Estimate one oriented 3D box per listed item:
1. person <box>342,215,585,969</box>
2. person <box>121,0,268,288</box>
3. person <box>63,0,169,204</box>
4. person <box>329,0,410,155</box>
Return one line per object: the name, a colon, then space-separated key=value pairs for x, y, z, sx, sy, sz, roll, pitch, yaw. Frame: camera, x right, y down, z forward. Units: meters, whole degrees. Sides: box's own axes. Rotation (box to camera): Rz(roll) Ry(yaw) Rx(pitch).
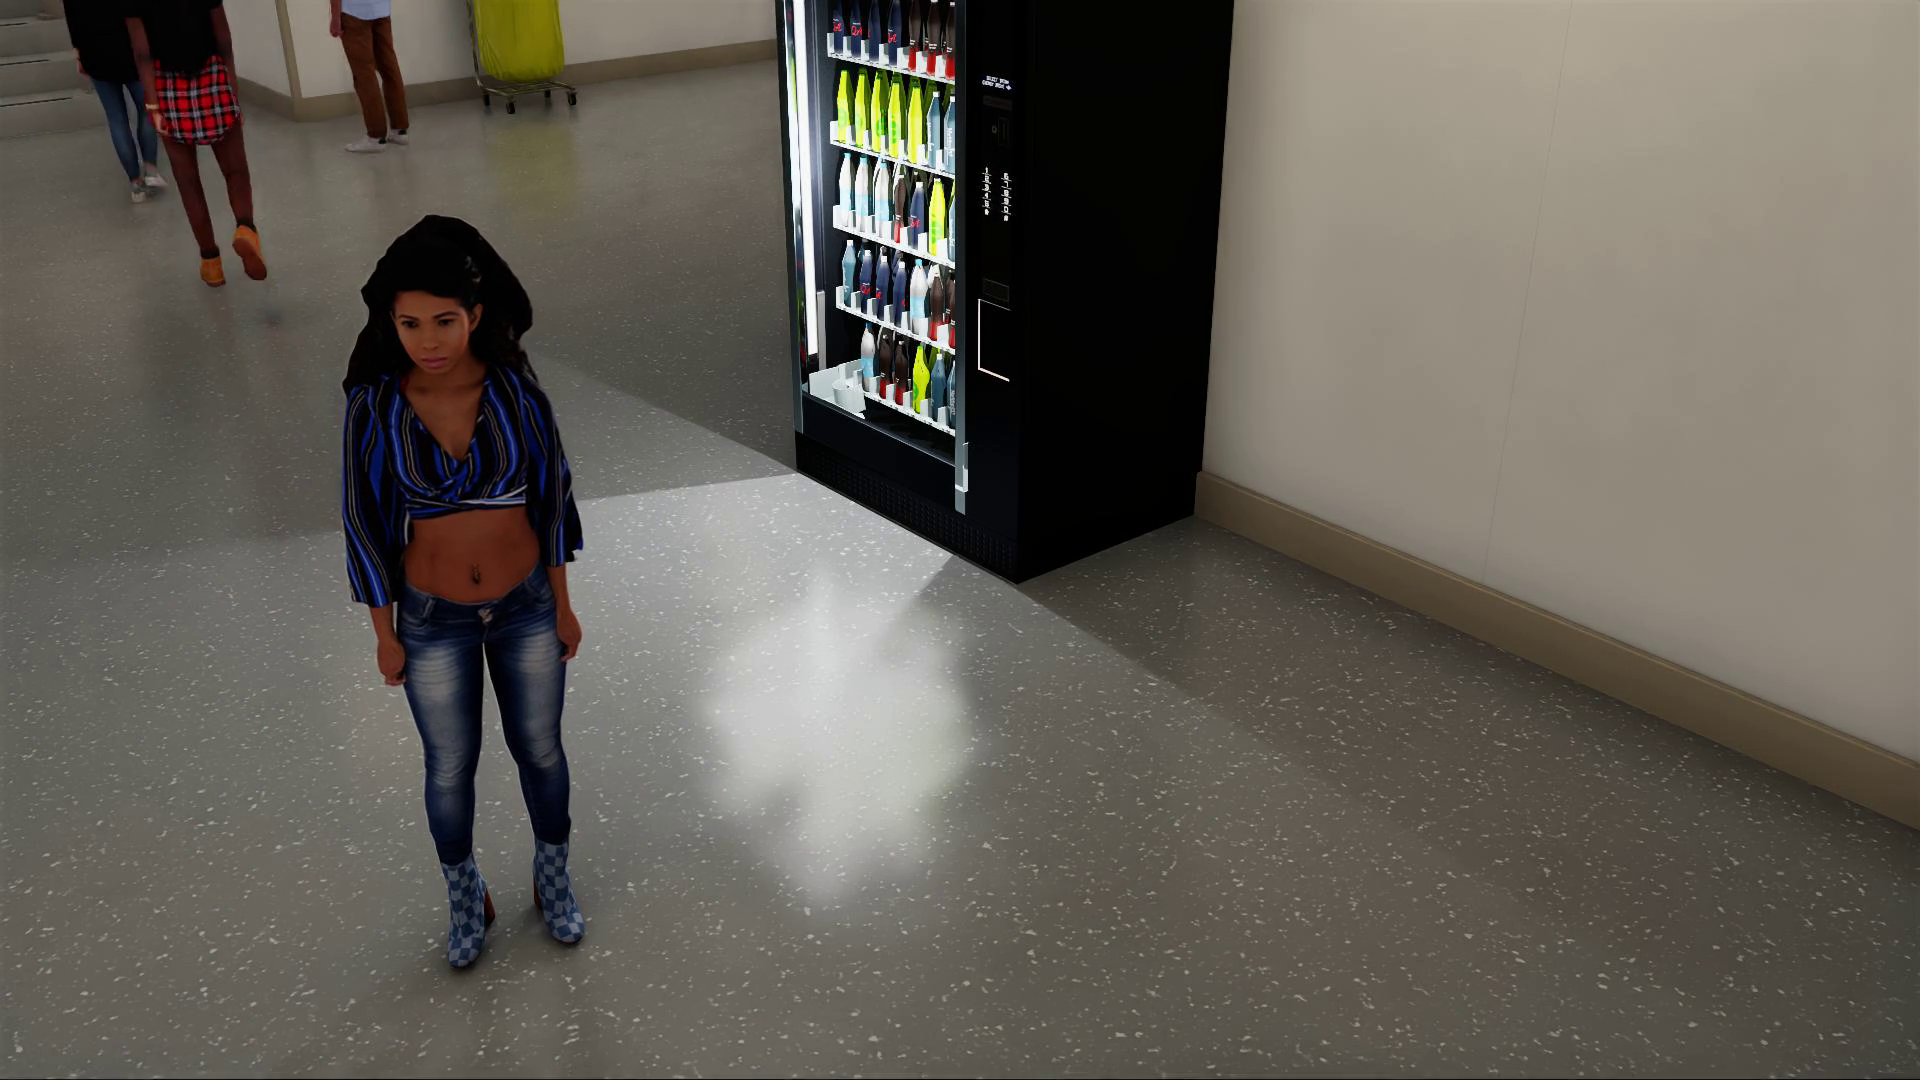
person: x=-0.978 y=0.151 z=3.383 sx=0.688 sy=1.619 sz=0.669 roll=-9 pitch=27 yaw=-17
person: x=-3.519 y=-1.977 z=7.691 sx=0.708 sy=1.710 sz=0.988 roll=-14 pitch=29 yaw=-27
person: x=-4.727 y=-2.700 z=9.273 sx=0.674 sy=1.638 sz=0.674 roll=-8 pitch=27 yaw=-16
person: x=-3.772 y=-3.388 z=10.483 sx=0.775 sy=1.828 sz=0.771 roll=8 pitch=27 yaw=16
